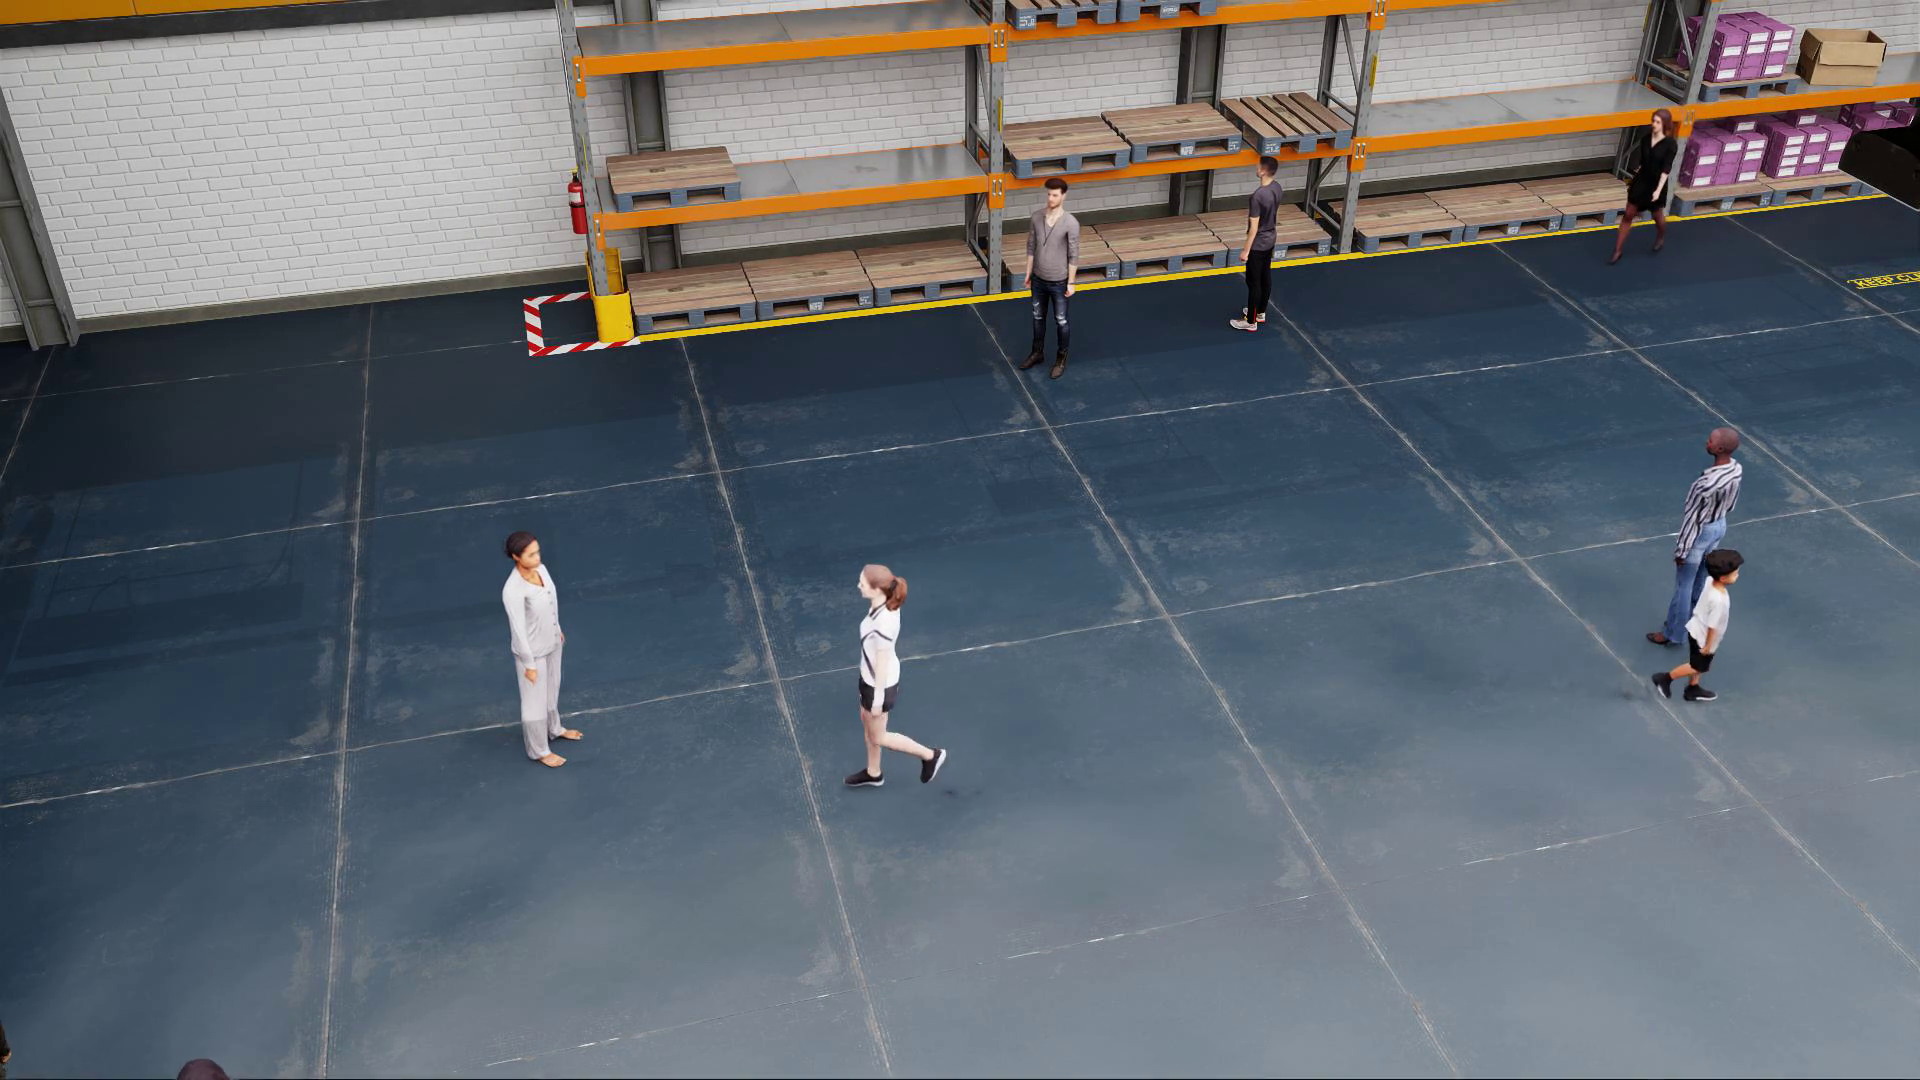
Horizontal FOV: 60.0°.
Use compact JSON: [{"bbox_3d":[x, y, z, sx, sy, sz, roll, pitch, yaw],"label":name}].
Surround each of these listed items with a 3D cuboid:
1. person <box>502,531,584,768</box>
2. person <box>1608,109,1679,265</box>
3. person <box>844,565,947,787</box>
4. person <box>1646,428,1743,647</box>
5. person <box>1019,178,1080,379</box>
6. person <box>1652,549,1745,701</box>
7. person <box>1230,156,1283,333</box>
[{"bbox_3d":[-2.789,0.681,10.932,0.696,1.737,0.716,7,34,10],"label":"person"},{"bbox_3d":[7.393,-3.745,17.664,1.162,1.657,0.872,-23,40,-30],"label":"person"},{"bbox_3d":[-0.435,0.910,10.586,0.926,1.738,0.652,-4,34,-6],"label":"person"},{"bbox_3d":[5.323,-0.012,11.923,0.618,1.793,0.754,-27,42,-34],"label":"person"},{"bbox_3d":[0.854,-2.462,15.503,0.763,1.911,0.823,18,38,25],"label":"person"},{"bbox_3d":[5.098,0.605,11.487,0.779,1.249,0.651,5,34,8],"label":"person"},{"bbox_3d":[2.943,-2.915,16.317,0.780,1.764,0.700,21,39,28],"label":"person"}]
